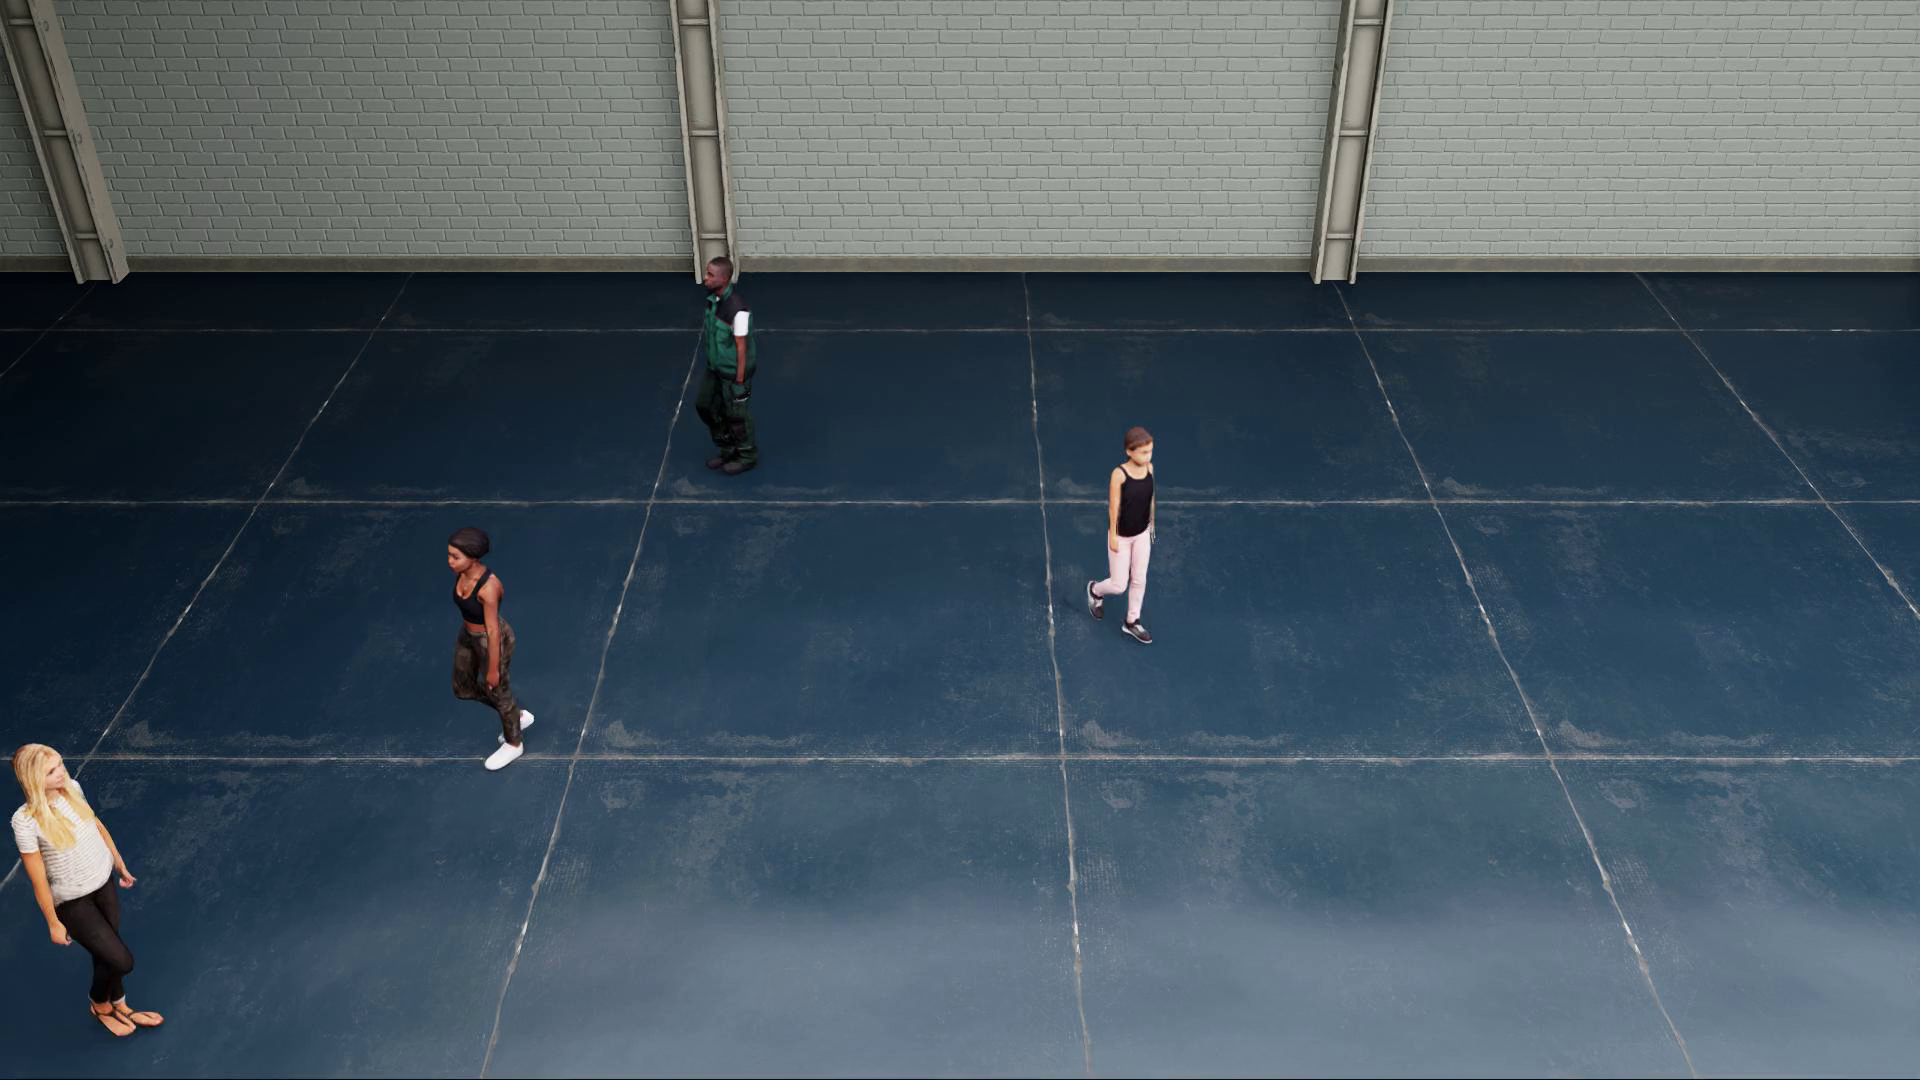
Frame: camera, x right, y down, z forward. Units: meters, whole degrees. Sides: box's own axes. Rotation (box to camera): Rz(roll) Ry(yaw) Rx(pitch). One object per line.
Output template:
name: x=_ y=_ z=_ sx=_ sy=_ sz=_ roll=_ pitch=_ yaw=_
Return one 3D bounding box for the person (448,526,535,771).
person: x=-2.709 y=0.606 z=9.810 sx=0.811 sy=1.687 sz=0.749 roll=-26 pitch=41 yaw=-34

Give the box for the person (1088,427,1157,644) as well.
person: x=1.077 y=-0.062 z=10.955 sx=0.816 sy=1.557 sz=0.813 roll=-18 pitch=37 yaw=-26

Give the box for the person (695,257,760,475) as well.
person: x=-1.675 y=-1.328 z=12.656 sx=0.875 sy=1.826 sz=0.847 roll=-21 pitch=38 yaw=-29

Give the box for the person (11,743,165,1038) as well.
person: x=-4.306 y=1.708 z=7.994 sx=0.612 sy=1.819 sz=0.646 roll=2 pitch=33 yaw=4
